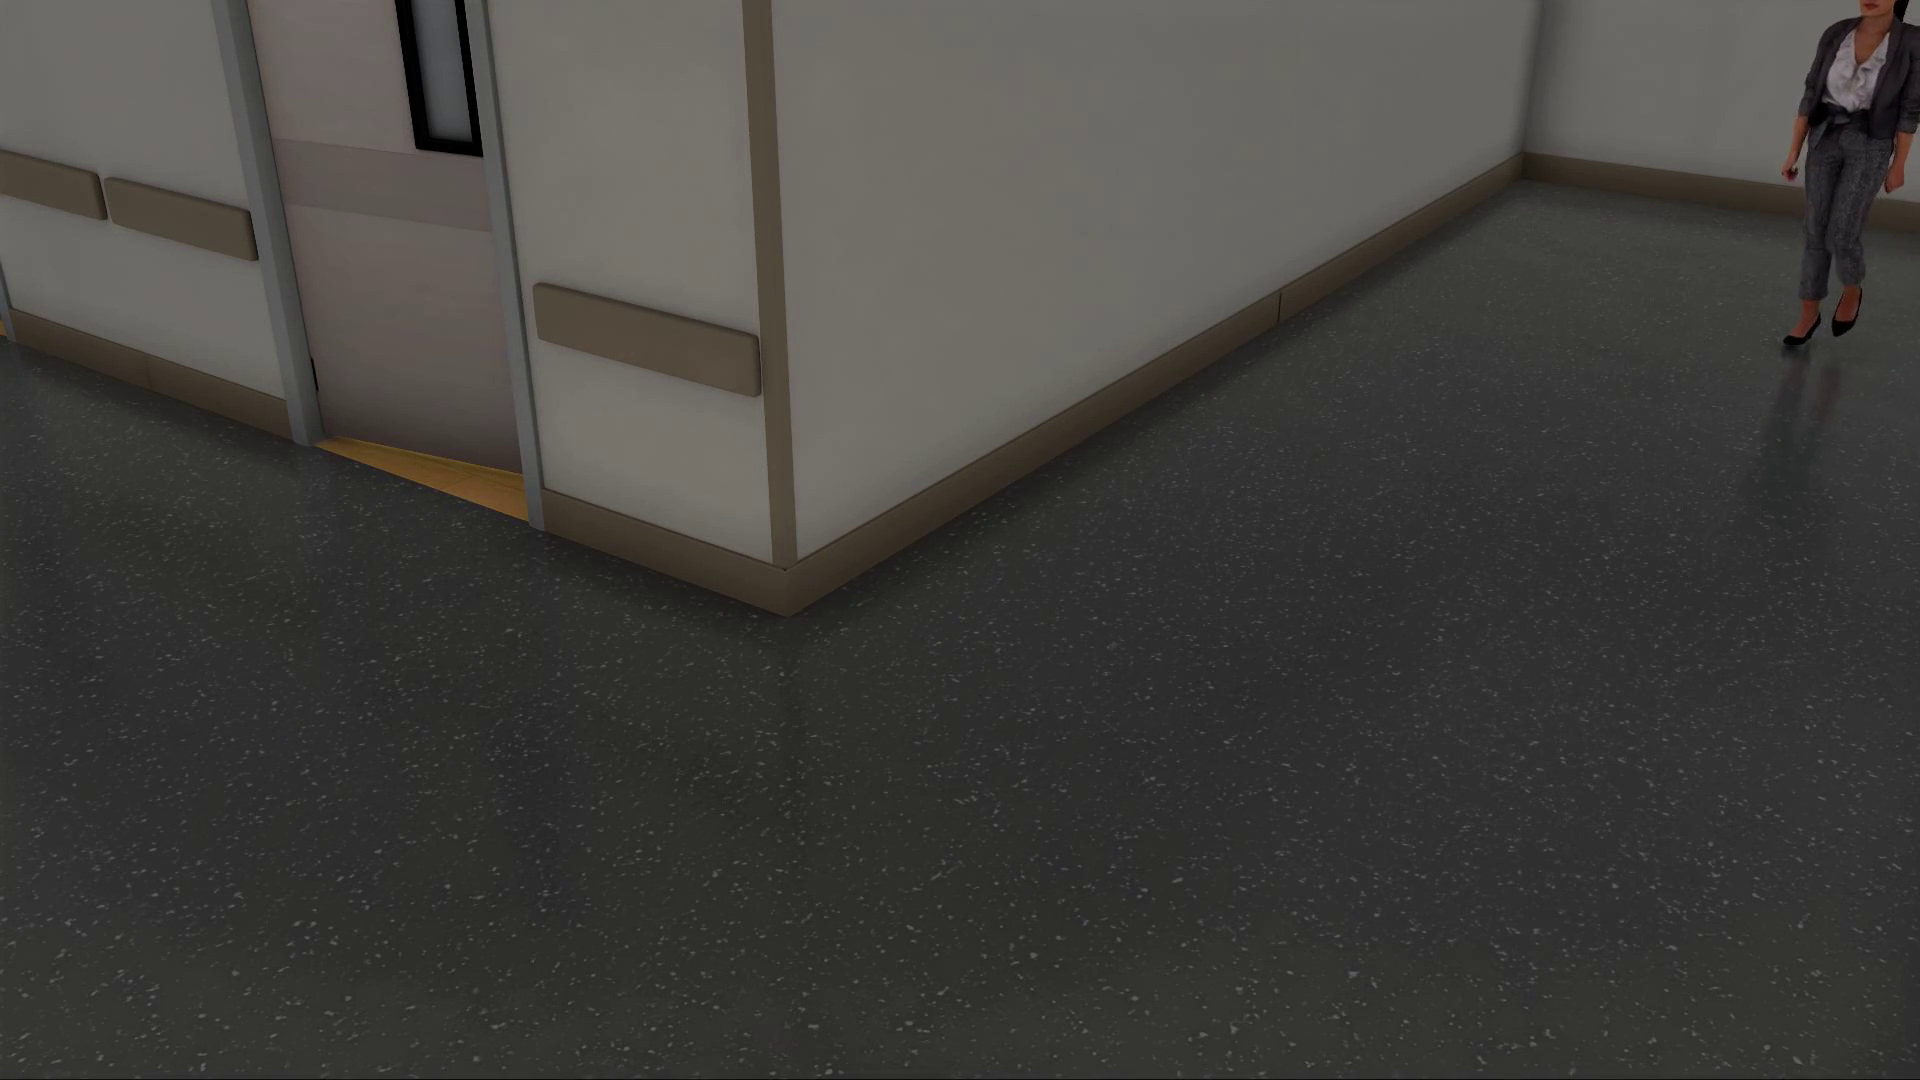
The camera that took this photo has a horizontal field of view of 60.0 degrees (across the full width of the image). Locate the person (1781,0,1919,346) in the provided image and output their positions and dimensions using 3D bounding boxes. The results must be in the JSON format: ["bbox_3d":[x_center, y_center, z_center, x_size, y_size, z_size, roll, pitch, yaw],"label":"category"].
[{"bbox_3d":[3.869,-1.651,7.174,0.718,1.665,0.705,-19,32,-34],"label":"person"}]
